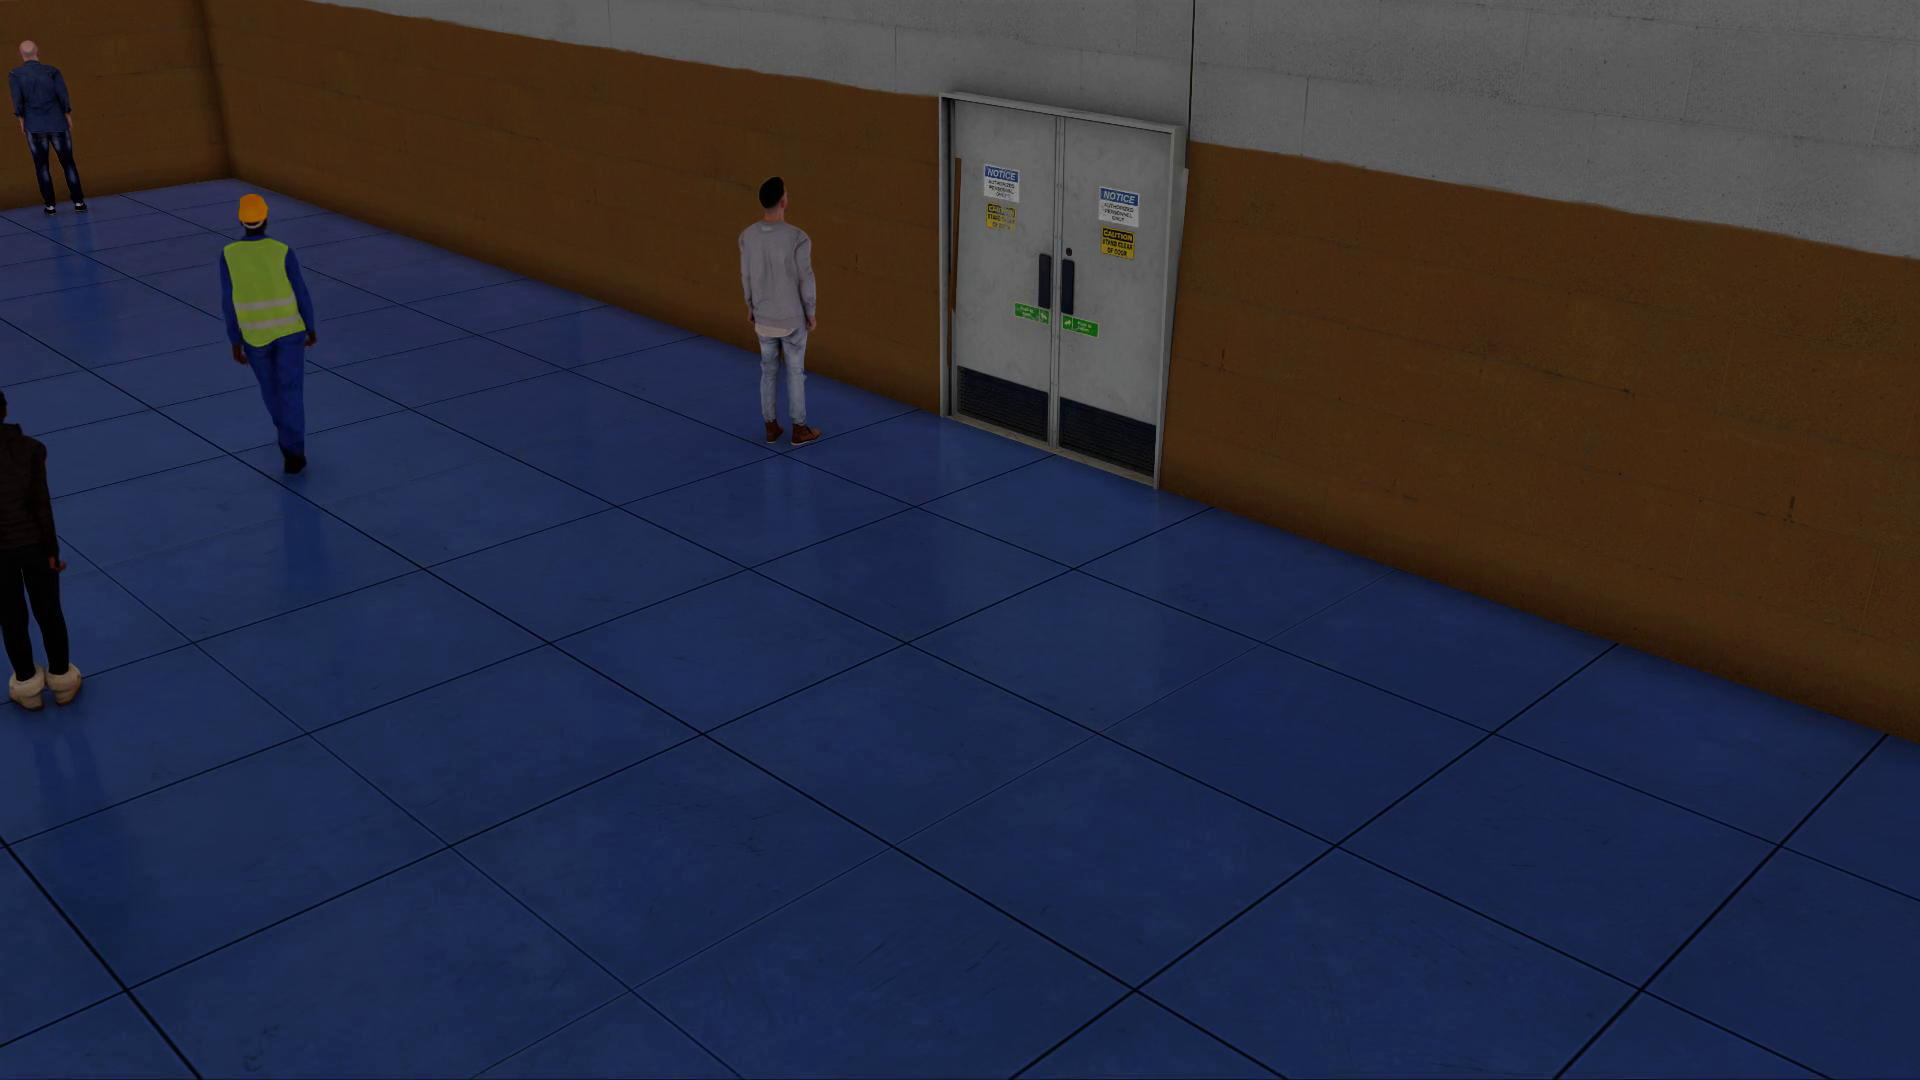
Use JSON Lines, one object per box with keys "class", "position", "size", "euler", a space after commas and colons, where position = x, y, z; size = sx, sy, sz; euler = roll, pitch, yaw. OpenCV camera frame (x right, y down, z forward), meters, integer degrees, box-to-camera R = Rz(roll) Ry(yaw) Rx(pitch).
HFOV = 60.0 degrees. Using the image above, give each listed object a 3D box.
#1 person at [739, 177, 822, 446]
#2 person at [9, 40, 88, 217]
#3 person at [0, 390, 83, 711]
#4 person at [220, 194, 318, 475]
{"class": "person", "position": [-1.213, -1.542, 11.255], "size": [0.767, 1.841, 0.744], "euler": [7, 25, 16]}
{"class": "person", "position": [-9.806, -4.424, 17.861], "size": [0.630, 1.826, 0.831], "euler": [-13, 27, -27]}
{"class": "person", "position": [-4.448, 0.049, 7.847], "size": [0.679, 1.659, 0.618], "euler": [9, 25, 20]}
{"class": "person", "position": [-4.464, -1.293, 10.778], "size": [1.213, 1.768, 1.111], "euler": [-7, 25, -15]}
